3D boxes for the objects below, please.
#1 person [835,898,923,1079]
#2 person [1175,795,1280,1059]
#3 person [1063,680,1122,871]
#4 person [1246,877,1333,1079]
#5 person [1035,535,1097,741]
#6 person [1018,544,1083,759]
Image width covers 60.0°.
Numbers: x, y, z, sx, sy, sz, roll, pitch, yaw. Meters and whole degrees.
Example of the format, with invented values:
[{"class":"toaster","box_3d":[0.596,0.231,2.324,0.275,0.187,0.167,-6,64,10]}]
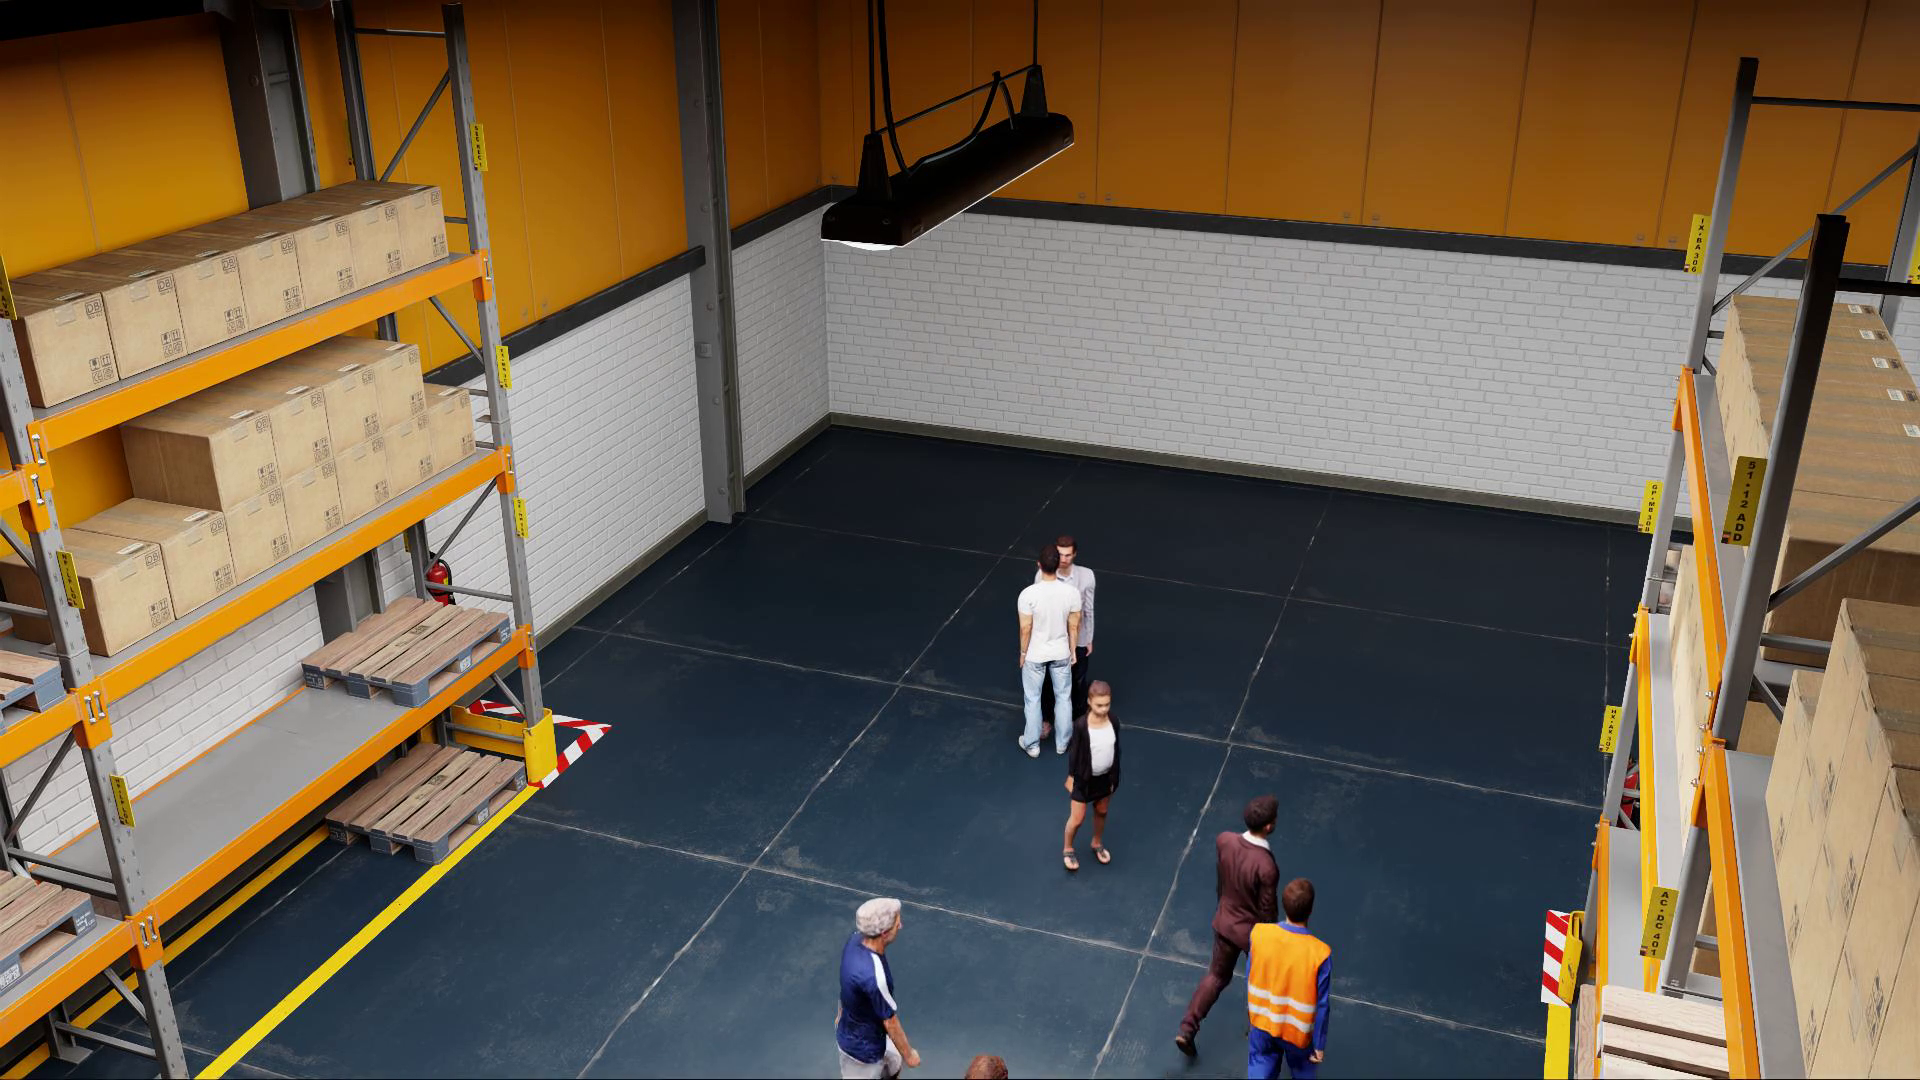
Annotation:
[{"class":"person","box_3d":[-0.621,2.813,9.243,0.951,1.796,0.935,-5,24,-12]},{"class":"person","box_3d":[1.688,2.382,10.164,1.219,1.847,1.011,-19,30,-36]},{"class":"person","box_3d":[0.955,1.695,12.117,0.681,1.543,0.731,-8,25,-18]},{"class":"person","box_3d":[1.776,2.790,9.272,0.773,1.815,1.123,12,26,25]},{"class":"person","box_3d":[0.874,0.798,13.787,0.722,1.847,0.670,2,24,4]},{"class":"person","box_3d":[0.712,0.900,13.532,0.758,1.866,0.753,-4,24,-10]}]
